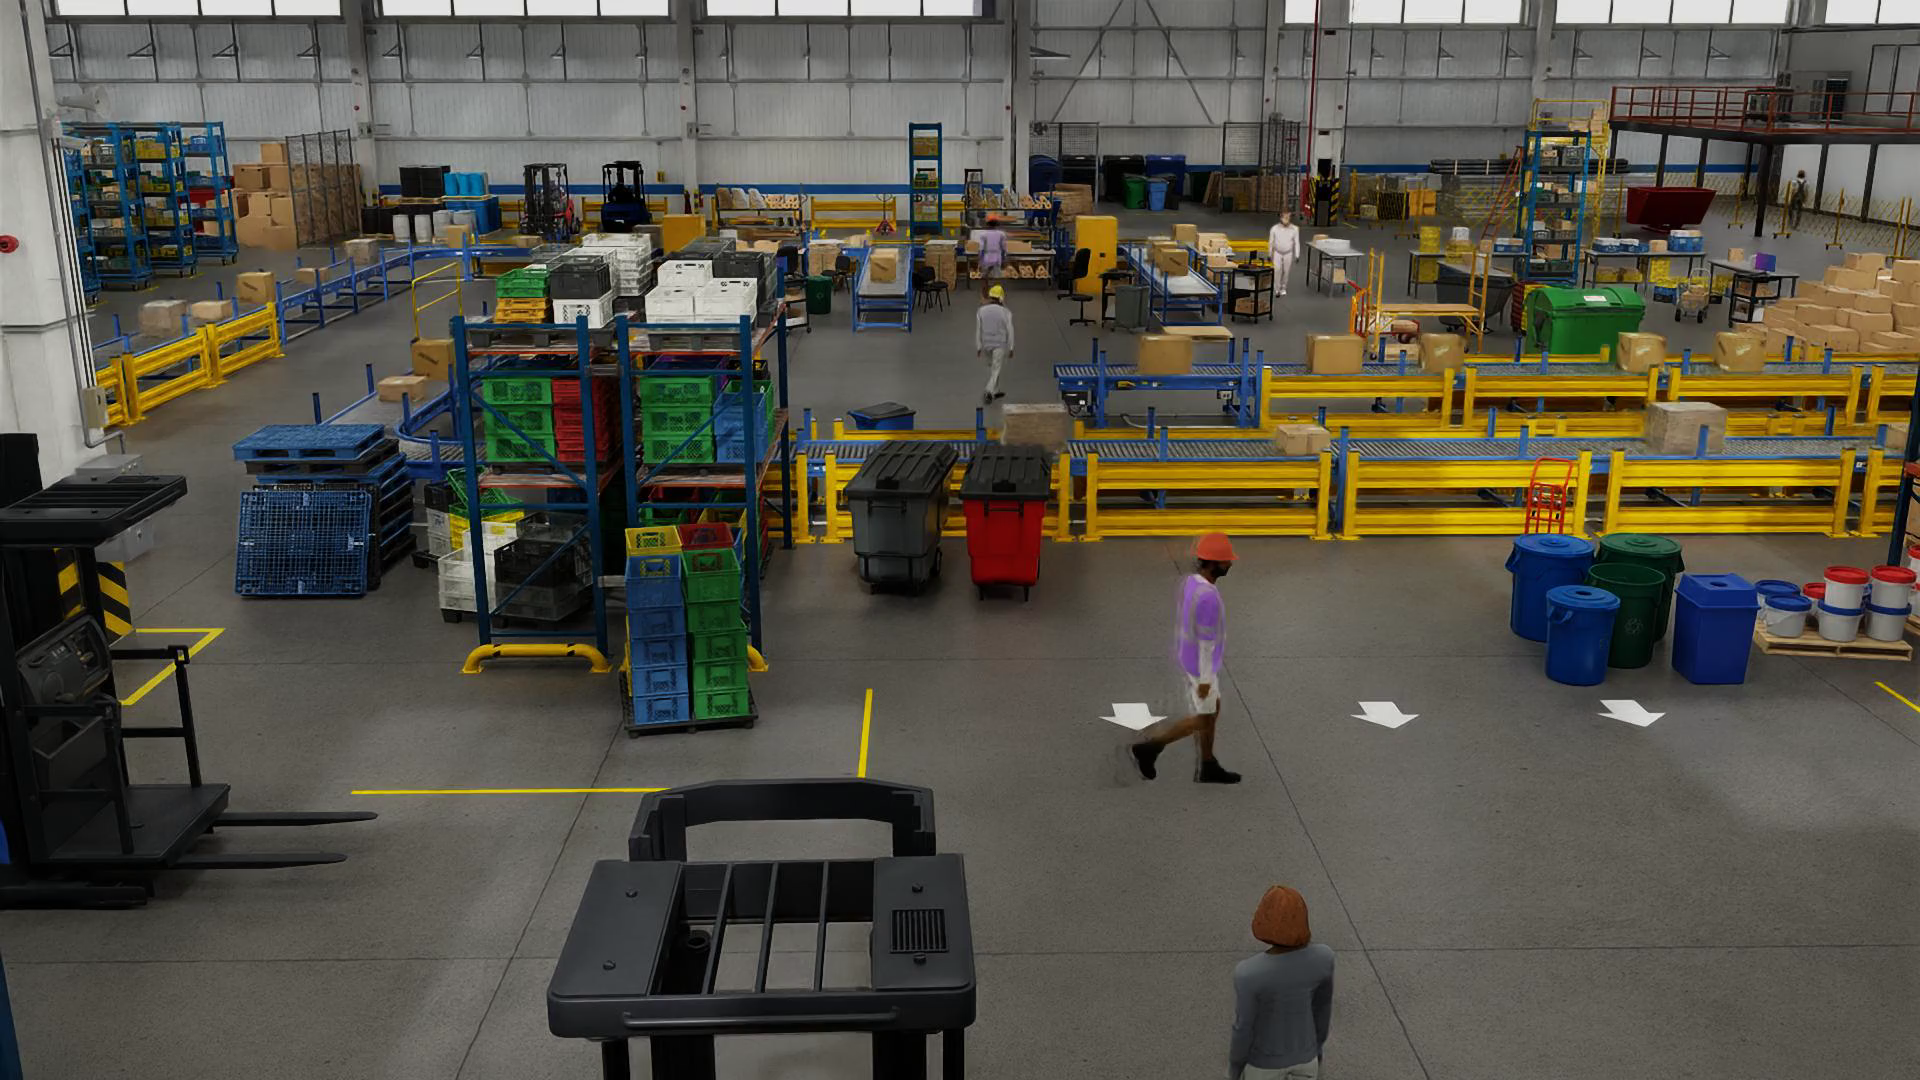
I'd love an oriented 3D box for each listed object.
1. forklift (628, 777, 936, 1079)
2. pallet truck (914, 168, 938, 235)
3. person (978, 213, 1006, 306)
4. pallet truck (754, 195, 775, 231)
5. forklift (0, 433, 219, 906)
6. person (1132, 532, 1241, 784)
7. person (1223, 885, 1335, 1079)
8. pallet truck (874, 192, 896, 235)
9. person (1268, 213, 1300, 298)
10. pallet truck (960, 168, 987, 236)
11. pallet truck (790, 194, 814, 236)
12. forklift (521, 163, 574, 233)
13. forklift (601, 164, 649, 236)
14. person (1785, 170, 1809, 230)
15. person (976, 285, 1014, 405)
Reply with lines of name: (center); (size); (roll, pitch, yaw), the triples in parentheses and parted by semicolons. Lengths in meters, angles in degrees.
forklift: (-0.542, 2.165, 5.552); (1.129, 2.768, 1.873); (-1, 16, -2)
pallet truck: (-0.989, -10.316, 50.507); (0.823, 1.965, 1.885); (1, 16, 3)
person: (0.696, -5.880, 35.109); (0.625, 2.001, 1.043); (-4, 17, -14)
pallet truck: (-6.051, -9.967, 50.660); (0.680, 1.201, 1.601); (0, 16, -1)
forklift: (-5.952, 0.780, 10.366); (1.873, 2.768, 1.129); (0, 16, -1)
person: (1.643, 0.861, 11.815); (0.727, 1.918, 0.548); (0, 16, 0)
person: (1.405, 2.286, 7.348); (0.498, 1.634, 0.280); (-6, 17, -19)
pallet truck: (-2.277, -9.986, 50.594); (0.653, 1.274, 1.630); (0, 16, -1)
person: (7.179, -6.307, 36.847); (0.679, 1.847, 1.045); (1, 16, 5)
pallet truck: (0.383, -10.230, 50.206); (0.823, 1.965, 1.885); (-1, 16, -3)
pallet truck: (-4.814, -9.883, 50.259); (0.704, 1.261, 1.522); (-1, 16, -3)
forklift: (-12.233, -10.122, 49.298); (1.157, 1.987, 2.680); (0, 16, -1)
forklift: (-9.948, -10.127, 49.296); (1.157, 1.987, 2.680); (-1, 16, -3)
person: (26.022, -10.572, 51.709); (0.539, 1.817, 0.712); (2, 16, 7)
person: (0.517, -2.978, 25.357); (0.602, 1.806, 0.839); (8, 18, 27)
